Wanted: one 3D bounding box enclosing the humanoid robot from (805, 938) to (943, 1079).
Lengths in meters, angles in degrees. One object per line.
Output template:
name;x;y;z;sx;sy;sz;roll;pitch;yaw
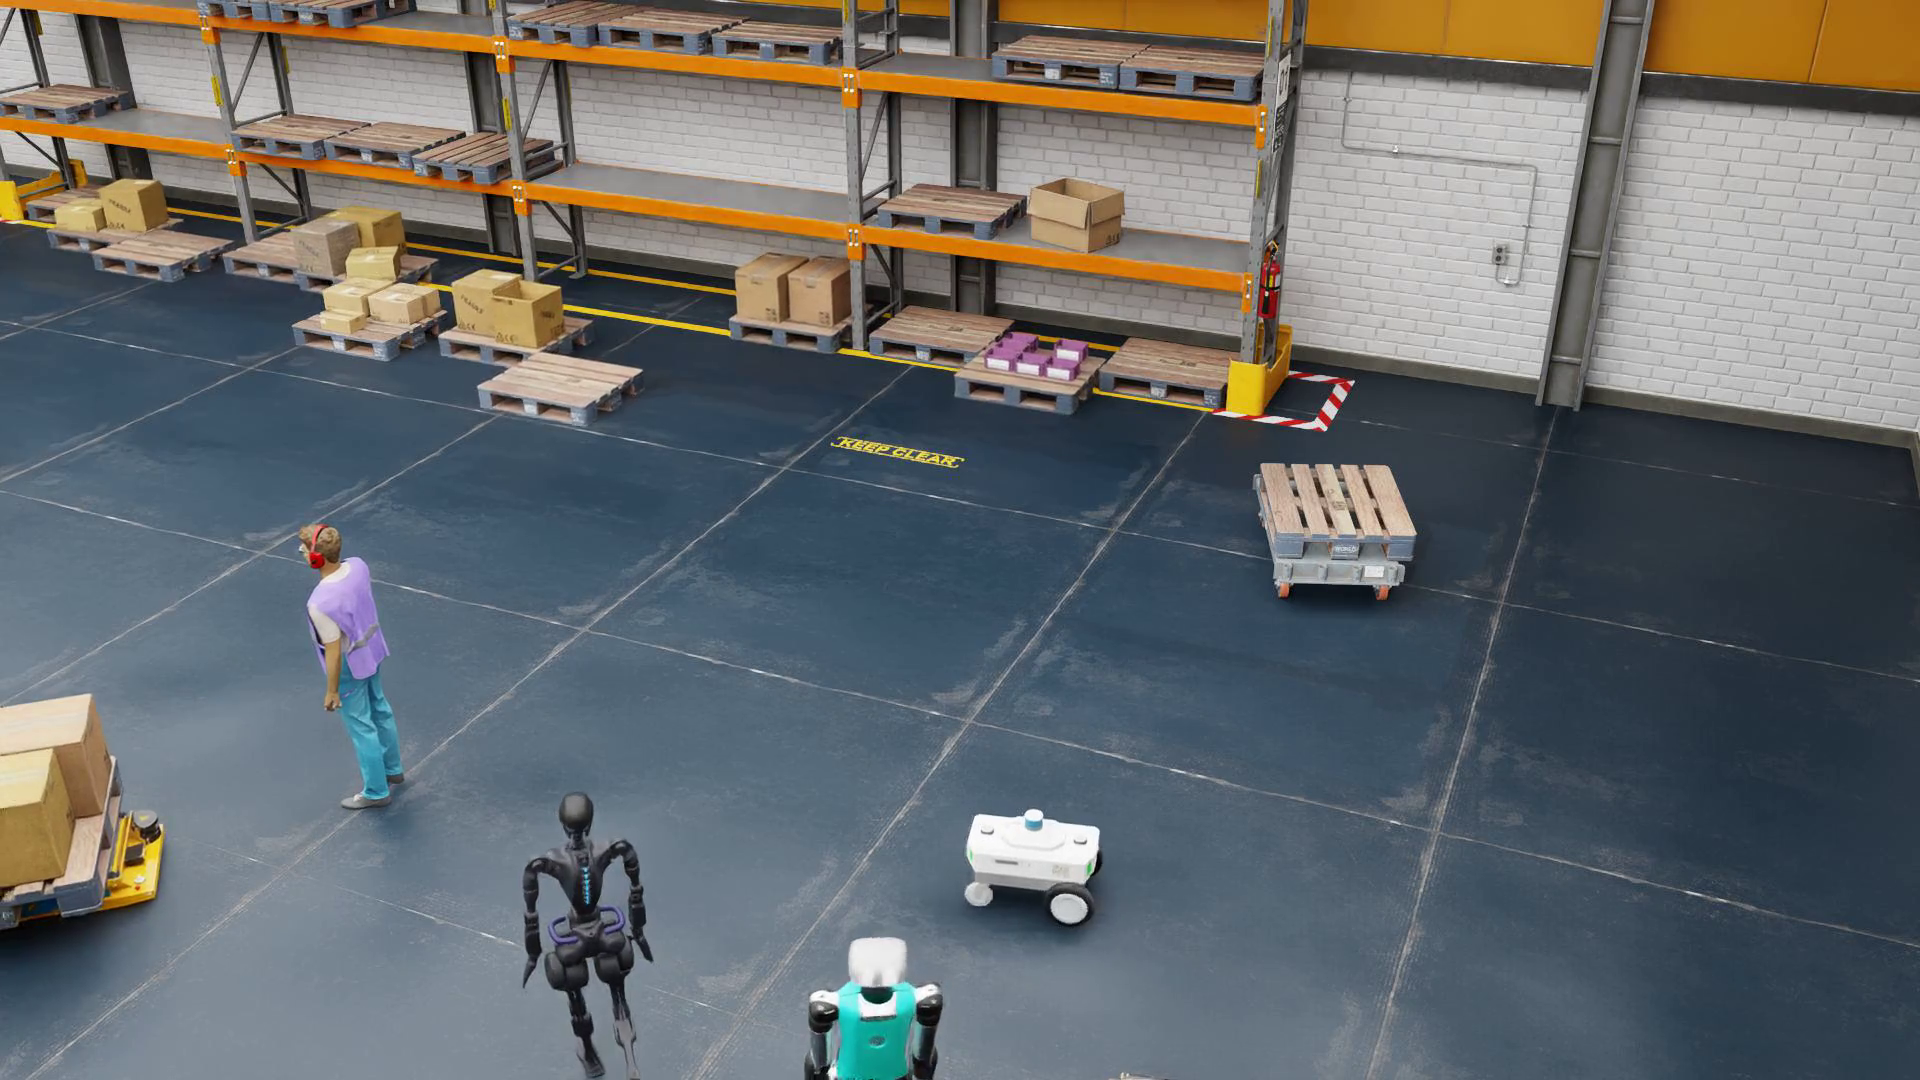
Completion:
humanoid robot;-0.417;2.232;6.993;0.633;1.769;0.821;-4;28;-7

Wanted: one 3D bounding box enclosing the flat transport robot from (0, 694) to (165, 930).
flat transport robot;-5.245;1.890;9.267;1.431;0.231;0.659;-9;29;-17

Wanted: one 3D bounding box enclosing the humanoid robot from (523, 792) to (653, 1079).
humanoid robot;-1.718;1.920;7.698;0.612;1.637;0.611;-12;30;-22

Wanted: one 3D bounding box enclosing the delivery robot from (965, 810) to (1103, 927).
delivery robot;0.422;1.767;9.198;0.791;0.598;0.499;5;28;9

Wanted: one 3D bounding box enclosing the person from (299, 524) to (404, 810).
person;-3.558;0.749;9.759;0.392;1.845;0.562;3;27;6

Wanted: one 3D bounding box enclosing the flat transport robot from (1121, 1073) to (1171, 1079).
flat transport robot;1.262;2.801;7.501;1.431;0.231;0.659;5;28;10
